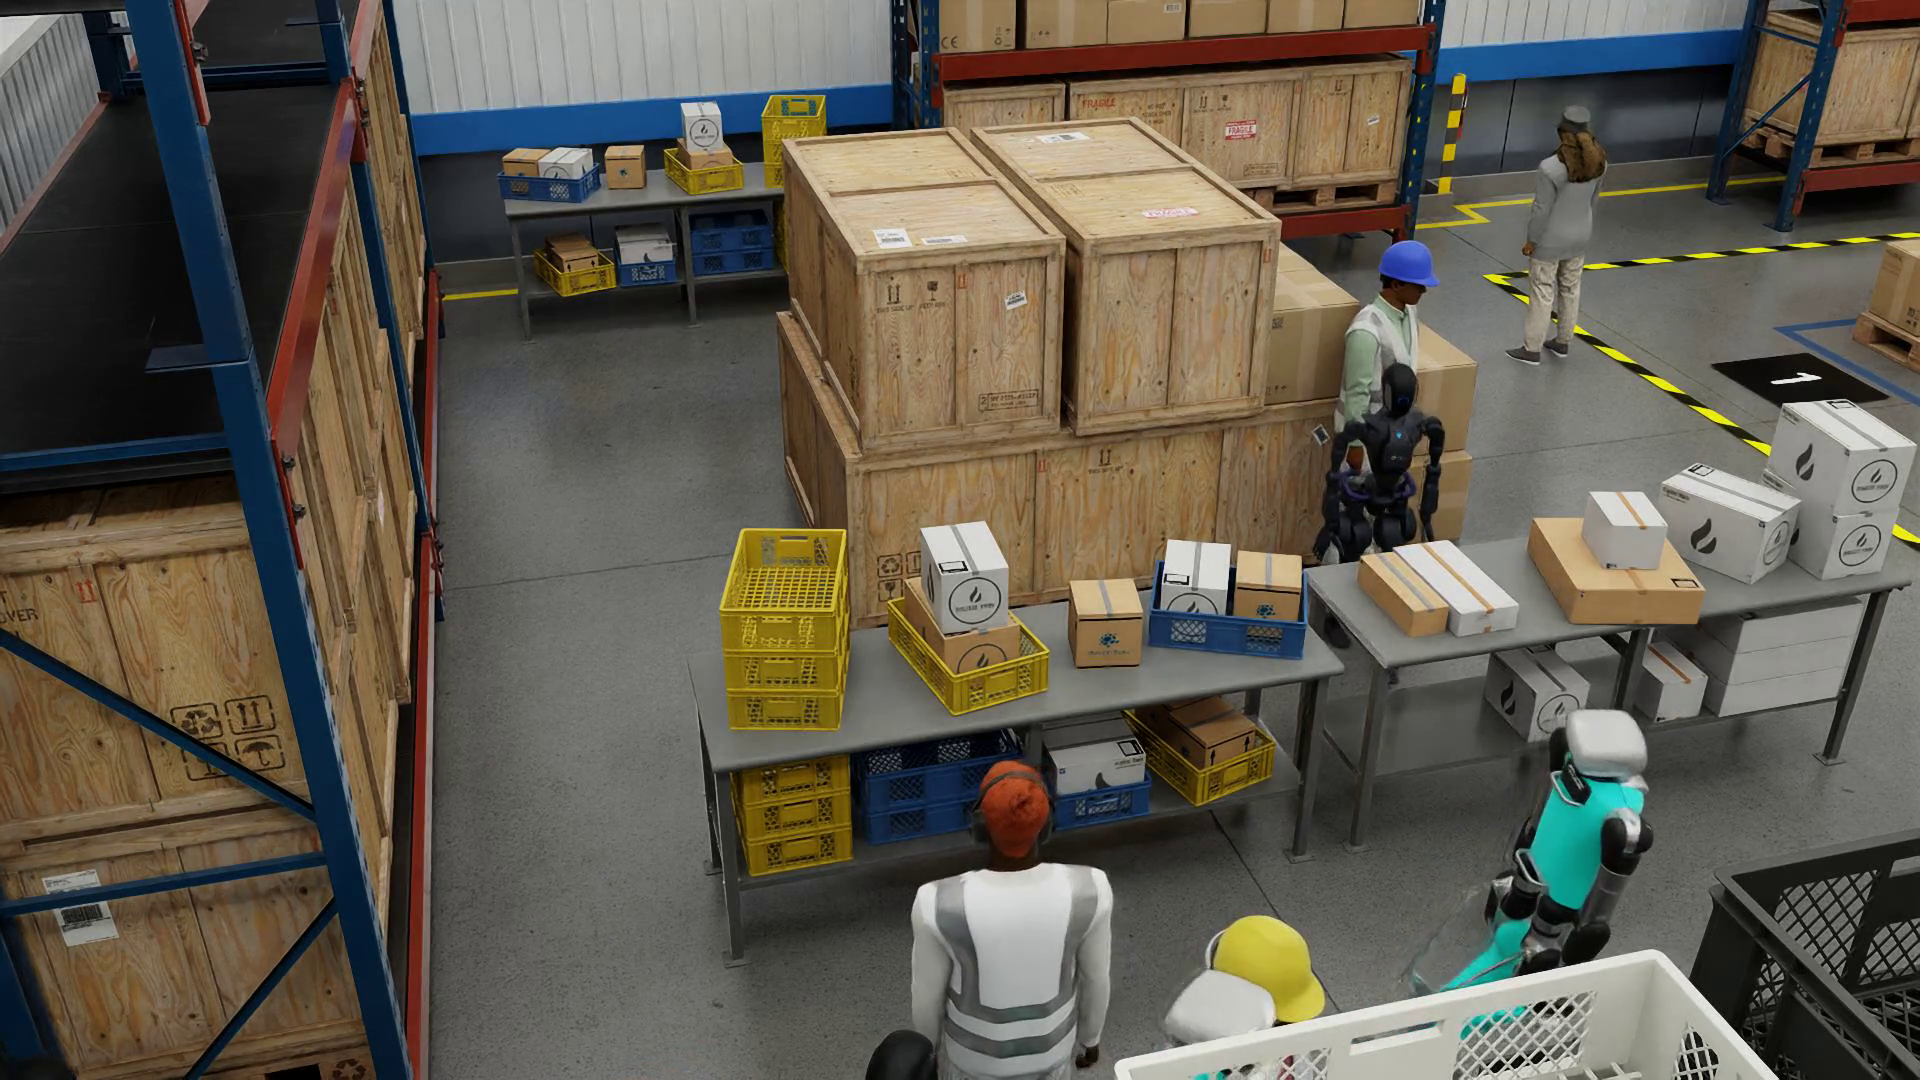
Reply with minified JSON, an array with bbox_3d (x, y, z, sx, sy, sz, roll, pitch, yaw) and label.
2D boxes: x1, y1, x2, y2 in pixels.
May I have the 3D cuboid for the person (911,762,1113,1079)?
[{"bbox_3d":[0.142,1.445,4.823,0.573,1.882,0.353,-5,29,-9],"label":"person"}]

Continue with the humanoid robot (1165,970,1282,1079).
[{"bbox_3d":[0.430,1.801,4.313,0.650,1.775,0.549,14,32,24],"label":"humanoid robot"}]

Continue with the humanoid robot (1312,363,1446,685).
[{"bbox_3d":[1.981,-0.113,7.884,0.588,1.628,0.707,-3,29,-6],"label":"humanoid robot"}]

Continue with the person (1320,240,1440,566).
[{"bbox_3d":[2.119,-0.591,8.464,0.413,1.939,0.608,21,35,33],"label":"person"}]

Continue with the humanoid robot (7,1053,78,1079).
[{"bbox_3d":[-2.026,1.969,4.087,0.617,1.647,0.463,-15,32,-26],"label":"humanoid robot"}]

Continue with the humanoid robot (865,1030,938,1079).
[{"bbox_3d":[-0.142,1.896,4.197,0.599,1.659,0.315,10,30,17],"label":"humanoid robot"}]

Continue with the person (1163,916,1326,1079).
[{"bbox_3d":[0.722,1.709,4.394,0.404,1.829,0.598,20,35,32],"label":"person"}]

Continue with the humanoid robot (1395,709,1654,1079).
[{"bbox_3d":[1.543,1.311,5.244,0.942,1.781,0.550,-2,29,-3],"label":"humanoid robot"}]

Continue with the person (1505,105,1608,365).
[{"bbox_3d":[4.067,-2.057,11.301,0.565,1.761,0.406,-13,31,-22],"label":"person"}]
